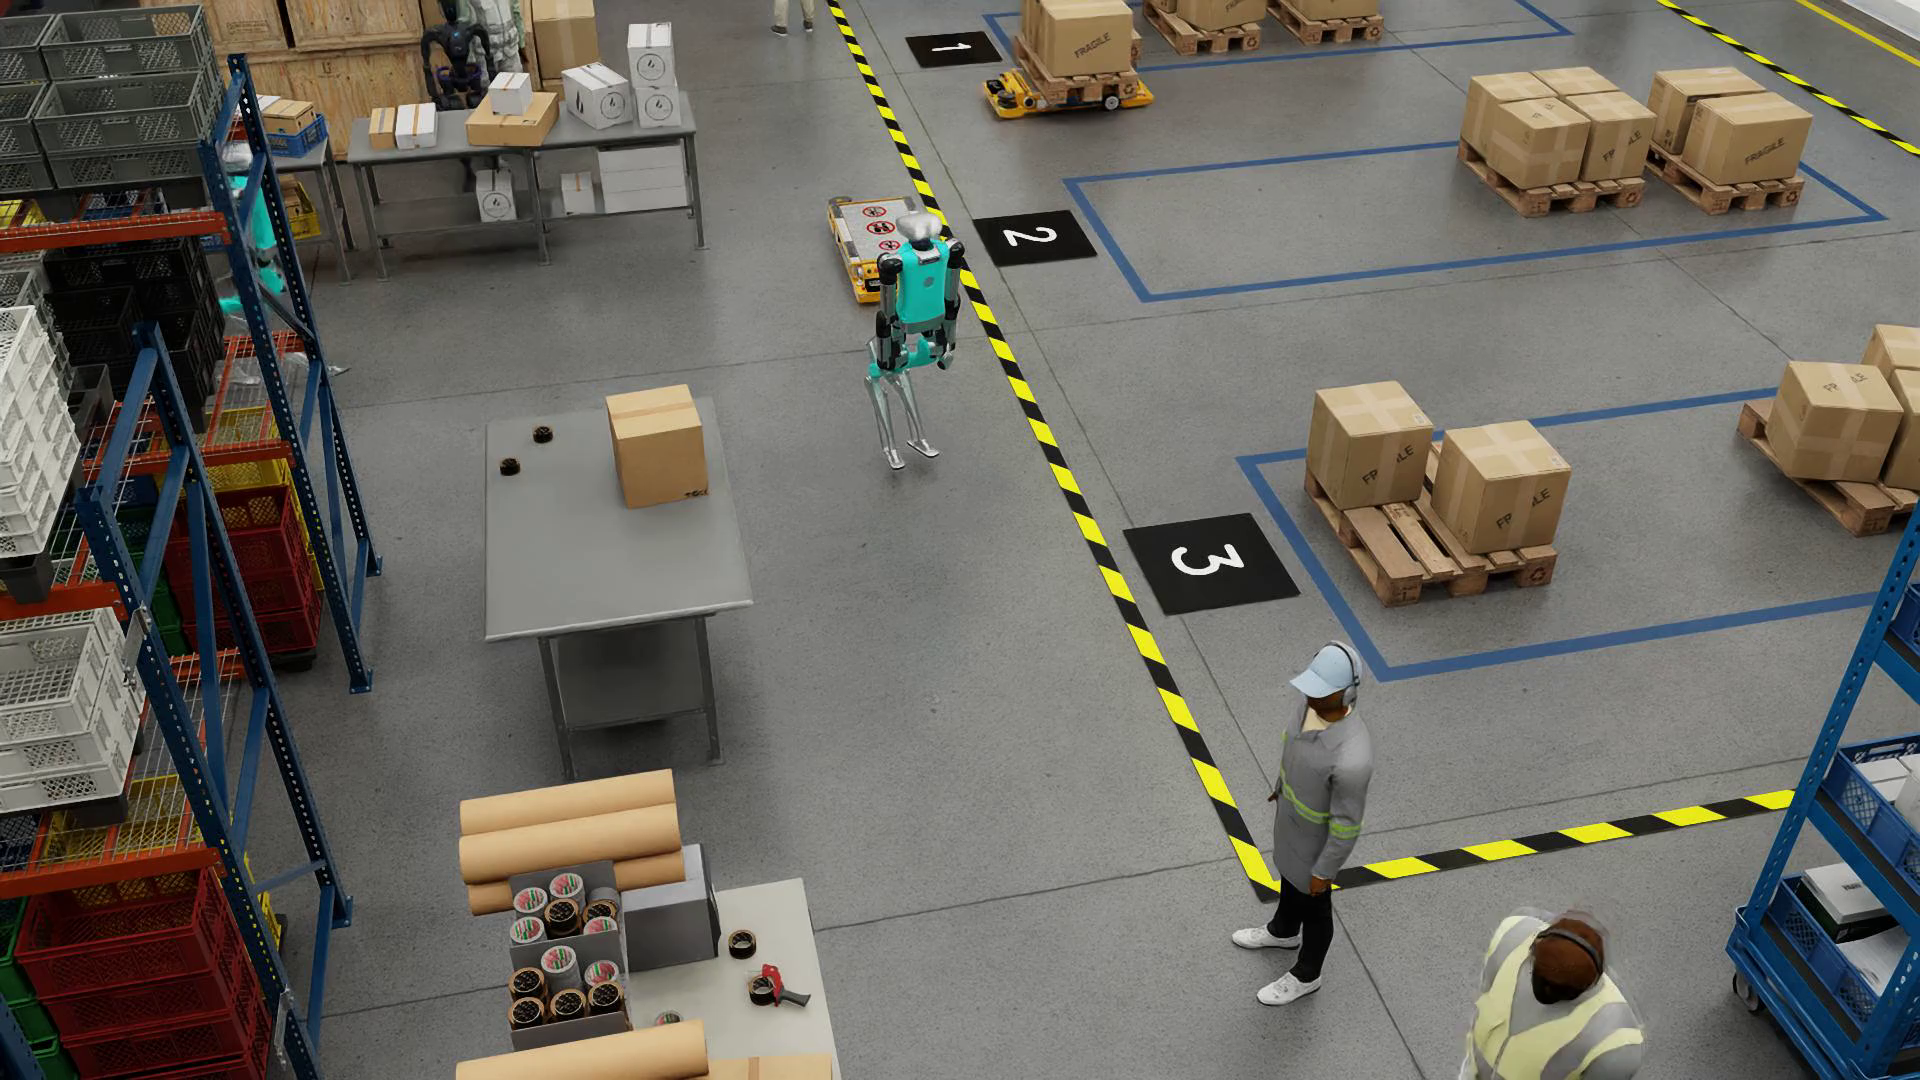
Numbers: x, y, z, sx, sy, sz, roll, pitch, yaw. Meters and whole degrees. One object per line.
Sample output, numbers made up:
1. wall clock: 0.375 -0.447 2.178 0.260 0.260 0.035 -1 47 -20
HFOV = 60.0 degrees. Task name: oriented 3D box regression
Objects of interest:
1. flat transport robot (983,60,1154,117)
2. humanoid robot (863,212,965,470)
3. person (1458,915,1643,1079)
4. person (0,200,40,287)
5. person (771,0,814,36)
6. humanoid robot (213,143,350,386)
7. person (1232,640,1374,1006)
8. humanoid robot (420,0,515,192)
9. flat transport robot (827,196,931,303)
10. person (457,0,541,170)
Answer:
1. flat transport robot: 0.978 -4.090 15.027 1.431 0.197 0.652 -8 37 -10
2. humanoid robot: -0.344 -1.247 9.884 0.533 1.681 0.735 -19 41 -23
3. person: 1.974 1.882 5.755 0.940 1.782 0.634 -22 42 -26
4. person: -5.347 -1.192 9.844 0.404 1.830 0.599 26 44 30
5. person: -1.666 -5.776 16.058 0.571 1.767 0.395 -16 39 -20
6. humanoid robot: -4.593 -1.668 10.597 1.048 1.745 0.552 0 37 0
7. person: 1.394 1.135 6.702 0.362 1.852 0.593 -6 37 -8
8. humanoid robot: -3.916 -3.549 13.145 0.598 1.632 0.393 -16 40 -21
9. flat transport robot: -0.570 -2.220 12.538 0.659 0.231 1.431 -8 37 -10
10. person: -3.765 -3.974 13.500 0.413 1.939 0.609 28 45 32
